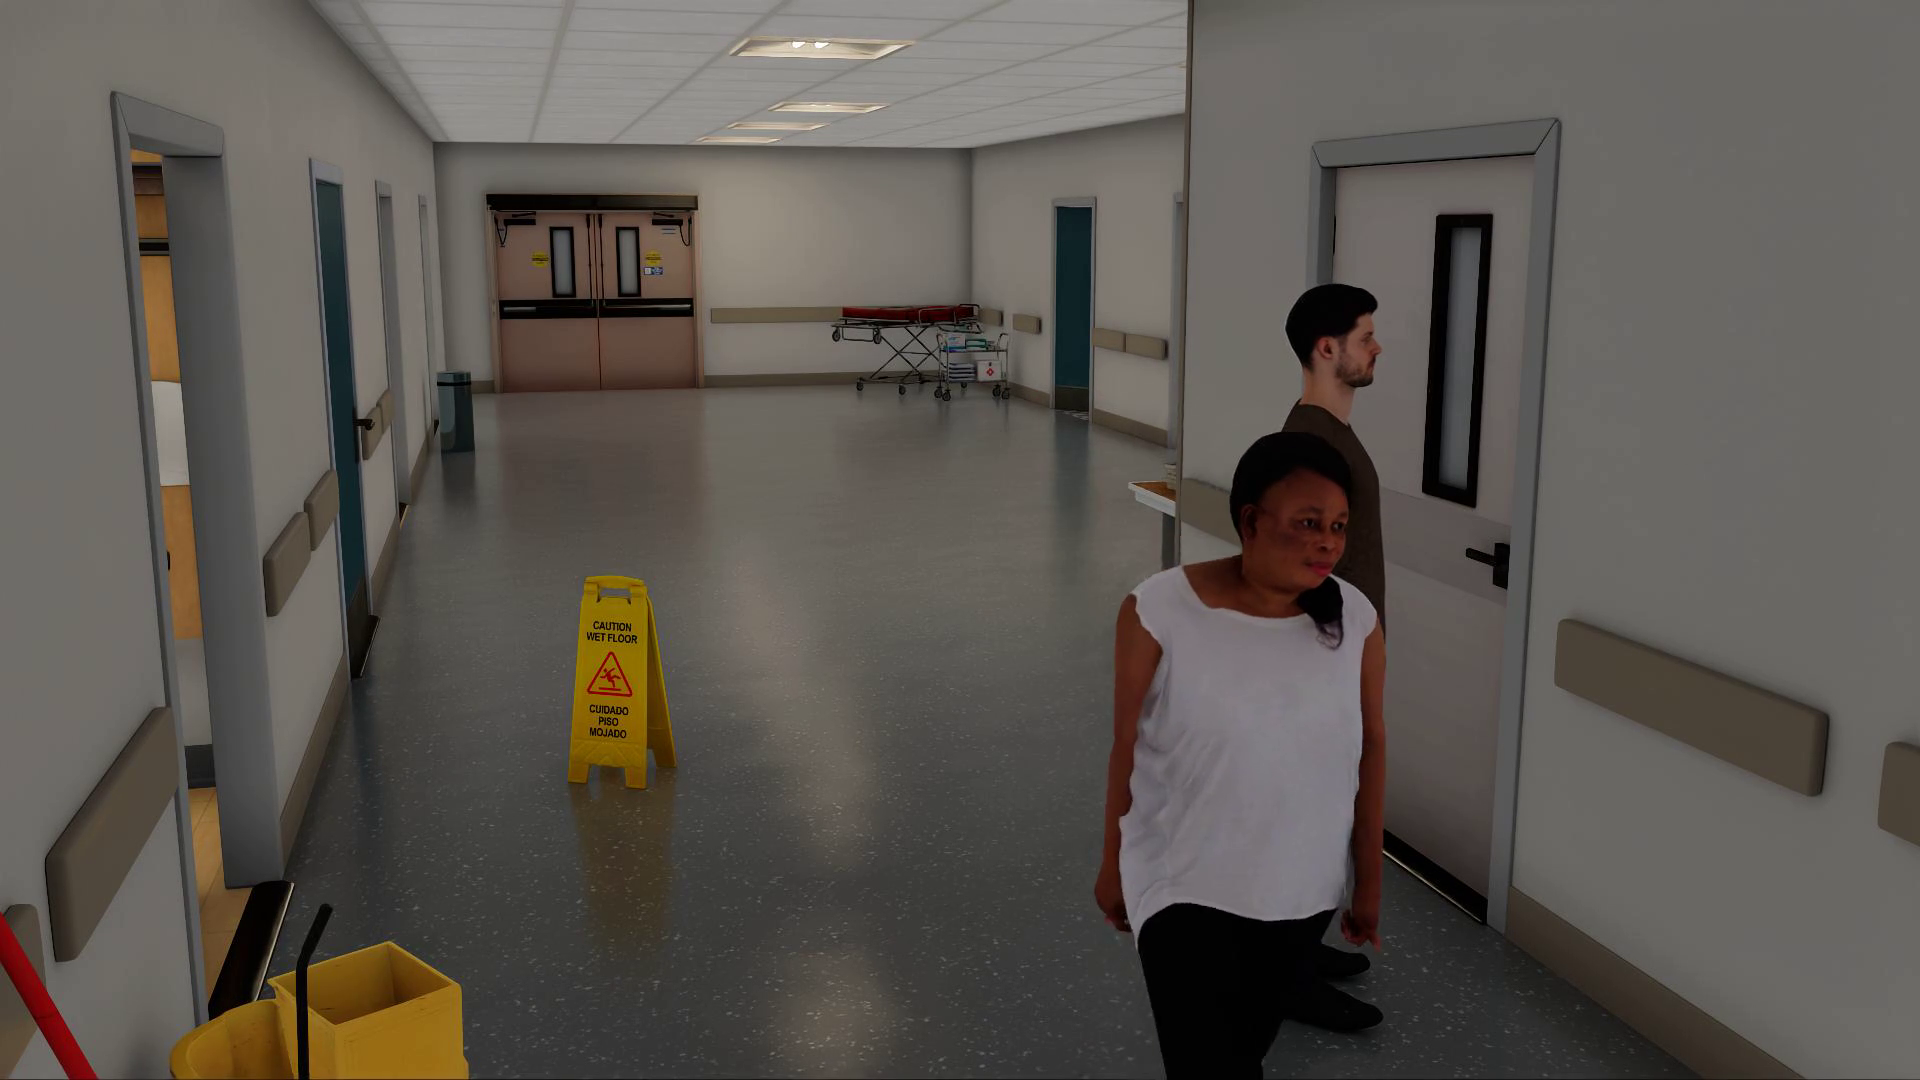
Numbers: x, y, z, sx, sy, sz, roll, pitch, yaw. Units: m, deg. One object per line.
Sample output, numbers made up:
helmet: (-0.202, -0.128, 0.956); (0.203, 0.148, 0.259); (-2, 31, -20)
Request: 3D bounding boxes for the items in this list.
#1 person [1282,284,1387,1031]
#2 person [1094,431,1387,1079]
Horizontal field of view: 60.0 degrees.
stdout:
person: (0.920, 0.289, 4.281); (0.792, 1.888, 0.654); (2, 11, 9)
person: (0.516, 0.628, 3.154); (0.690, 1.642, 1.102); (-2, 11, -10)
